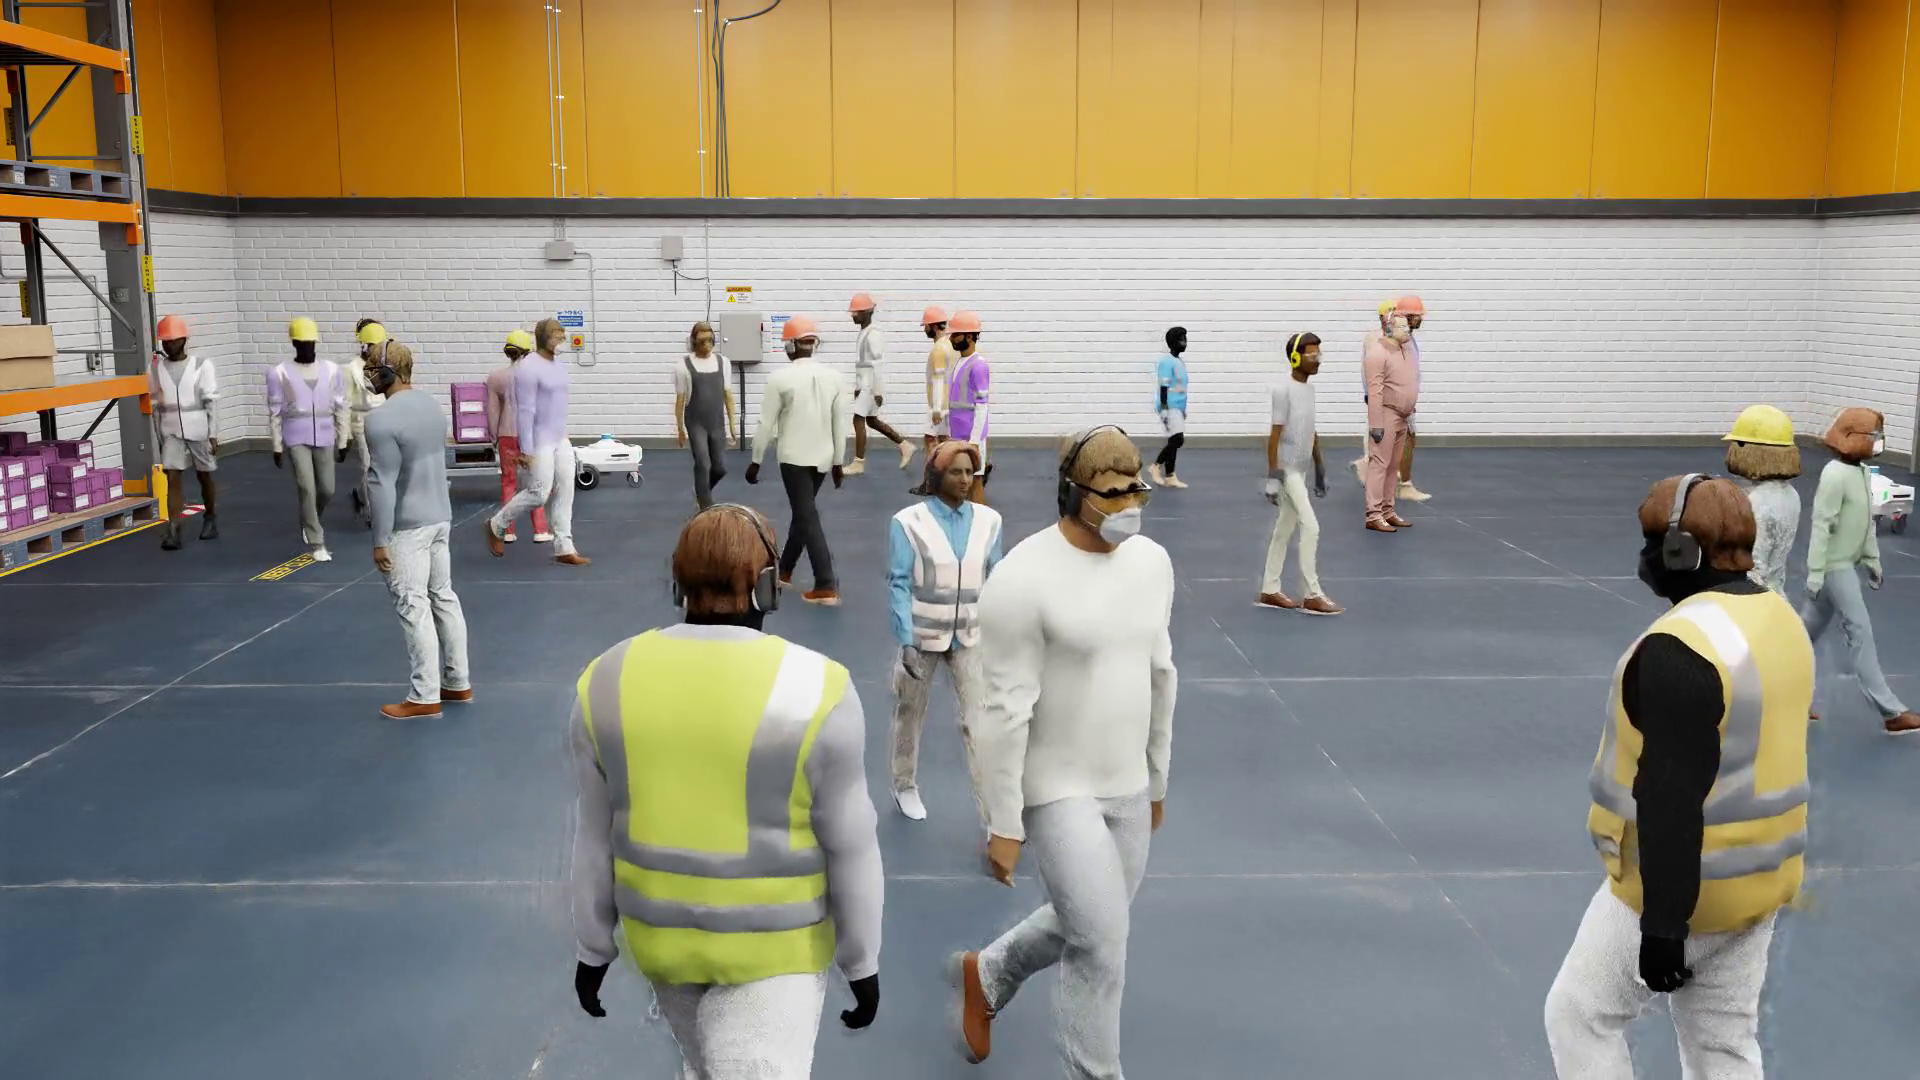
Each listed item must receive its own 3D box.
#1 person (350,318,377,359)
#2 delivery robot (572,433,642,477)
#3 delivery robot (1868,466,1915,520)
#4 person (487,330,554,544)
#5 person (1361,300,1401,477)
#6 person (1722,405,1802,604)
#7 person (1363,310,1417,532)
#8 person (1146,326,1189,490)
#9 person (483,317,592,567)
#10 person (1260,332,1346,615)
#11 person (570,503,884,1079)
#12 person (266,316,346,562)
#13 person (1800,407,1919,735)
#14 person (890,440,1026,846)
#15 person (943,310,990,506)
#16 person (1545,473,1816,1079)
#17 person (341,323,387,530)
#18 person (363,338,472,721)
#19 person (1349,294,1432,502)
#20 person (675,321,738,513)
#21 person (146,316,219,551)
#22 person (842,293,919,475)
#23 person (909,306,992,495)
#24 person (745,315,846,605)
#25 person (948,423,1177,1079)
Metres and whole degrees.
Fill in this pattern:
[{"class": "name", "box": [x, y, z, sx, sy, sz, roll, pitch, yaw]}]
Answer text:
[{"class": "person", "box": [-5.275, -1.116, 15.223, 0.532, 1.830, 0.883, -9, 13, -42]}, {"class": "delivery robot", "box": [-3.661, -0.862, 17.255, 0.707, 0.478, 0.477, -3, 10, -16]}, {"class": "delivery robot", "box": [7.889, -0.397, 14.406, 0.477, 0.478, 0.707, -2, 9, -13]}, {"class": "person", "box": [-3.622, -0.846, 13.741, 0.533, 1.768, 0.310, 0, 9, 1]}, {"class": "person", "box": [4.638, -1.651, 18.180, 0.385, 1.928, 0.589, -5, 11, -29]}, {"class": "person", "box": [3.092, 0.342, 6.526, 0.295, 1.744, 0.484, 8, 12, 39]}, {"class": "person", "box": [3.749, -1.033, 14.447, 0.408, 1.913, 0.642, 7, 12, 36]}, {"class": "person", "box": [2.188, -1.339, 16.980, 0.363, 1.684, 0.553, 4, 10, 25]}, {"class": "person", "box": [-3.228, -0.741, 12.661, 0.806, 1.910, 0.636, 3, 10, 16]}, {"class": "person", "box": [2.312, -0.425, 10.900, 0.767, 1.846, 0.555, 6, 11, 32]}, {"class": "person", "box": [-0.493, 0.831, 3.374, 0.661, 1.808, 0.901, 3, 10, 19]}, {"class": "person", "box": [-5.123, -0.802, 13.054, 0.591, 1.907, 0.744, -8, 12, -39]}, {"class": "person", "box": [4.399, 0.152, 8.126, 0.825, 1.585, 0.523, 8, 12, 41]}, {"class": "person", "box": [-0.049, 0.401, 6.603, 0.508, 1.594, 0.875, -4, 10, -22]}, {"class": "person", "box": [0.042, -0.849, 13.233, 0.355, 1.938, 0.545, -3, 10, -20]}, {"class": "person", "box": [1.566, 0.756, 3.762, 0.644, 1.819, 0.636, -8, 12, -41]}, {"class": "person", "box": [-5.162, -0.985, 14.484, 0.659, 1.805, 0.612, 6, 11, 31]}, {"class": "person", "box": [-2.784, -0.052, 8.418, 0.394, 1.927, 0.643, 2, 9, 11]}, {"class": "person", "box": [4.245, -1.390, 16.272, 0.741, 2.027, 0.613, 4, 10, 22]}, {"class": "person", "box": [-2.236, -0.994, 14.478, 0.529, 1.827, 0.649, -6, 11, -31]}, {"class": "person", "box": [-6.335, -0.881, 13.604, 0.563, 1.891, 0.989, -2, 9, -10]}, {"class": "person", "box": [-0.909, -1.713, 18.324, 0.868, 2.013, 0.603, -1, 9, -8]}, {"class": "person", "box": [-0.105, -1.377, 16.586, 0.758, 1.909, 0.543, 2, 10, 14]}, {"class": "person", "box": [-1.142, -0.559, 11.413, 0.628, 1.939, 1.004, -9, 13, -44]}, {"class": "person", "box": [0.258, 0.631, 4.310, 0.633, 1.903, 0.866, -8, 12, -42]}]
